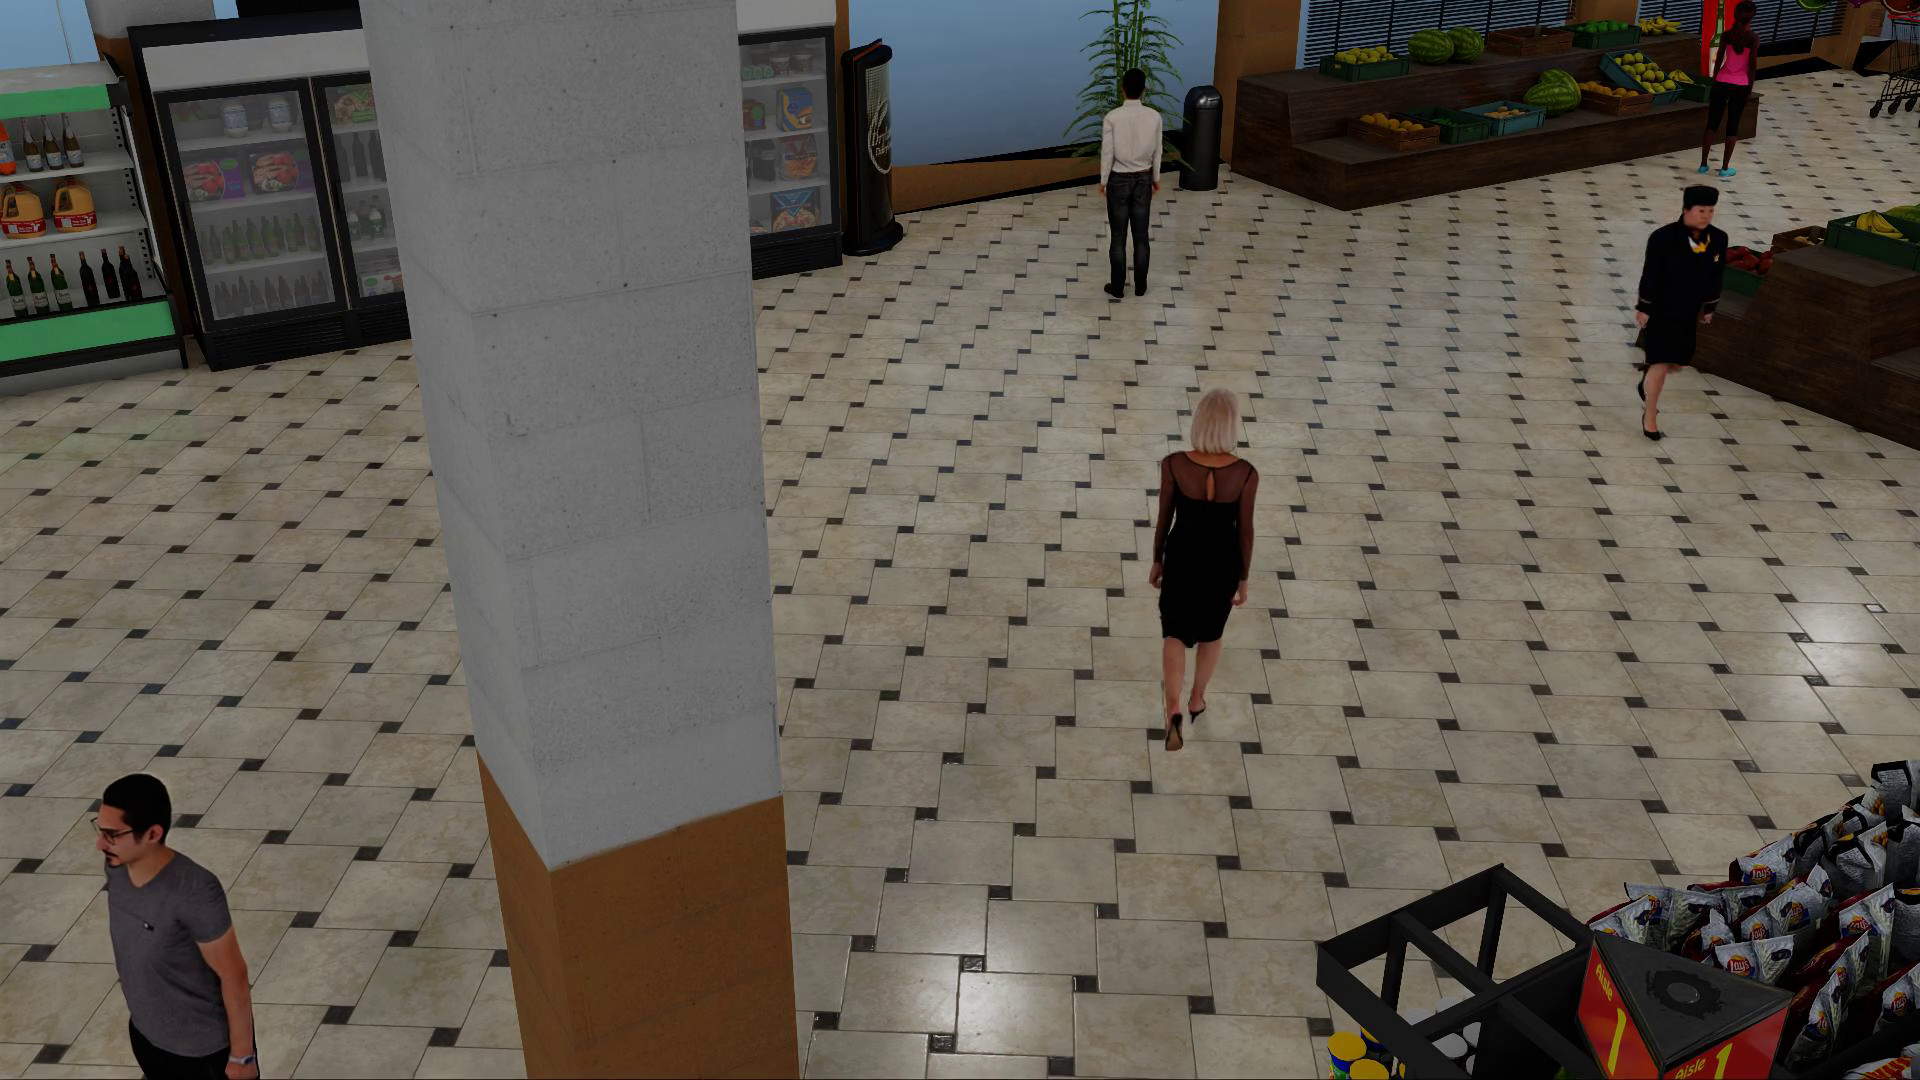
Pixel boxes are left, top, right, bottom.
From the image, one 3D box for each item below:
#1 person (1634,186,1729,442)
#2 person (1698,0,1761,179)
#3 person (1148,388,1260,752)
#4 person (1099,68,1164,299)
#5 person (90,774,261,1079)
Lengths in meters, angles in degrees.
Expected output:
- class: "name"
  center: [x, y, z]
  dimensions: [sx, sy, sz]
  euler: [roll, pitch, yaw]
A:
- class: "person"
  center: [4.591, -1.493, 10.780]
  dimensions: [0.938, 1.657, 0.968]
  euler: [0, 27, -1]
- class: "person"
  center: [7.731, -4.528, 16.692]
  dimensions: [0.619, 1.723, 0.640]
  euler: [22, 34, 37]
- class: "person"
  center: [1.053, 0.179, 7.407]
  dimensions: [0.968, 1.726, 1.010]
  euler: [6, 27, 11]
- class: "person"
  center: [1.357, -2.836, 13.259]
  dimensions: [0.638, 1.811, 0.797]
  euler: [-3, 27, -6]
- class: "person"
  center: [-2.261, 1.429, 4.911]
  dimensions: [0.706, 1.754, 0.717]
  euler: [13, 30, 24]
